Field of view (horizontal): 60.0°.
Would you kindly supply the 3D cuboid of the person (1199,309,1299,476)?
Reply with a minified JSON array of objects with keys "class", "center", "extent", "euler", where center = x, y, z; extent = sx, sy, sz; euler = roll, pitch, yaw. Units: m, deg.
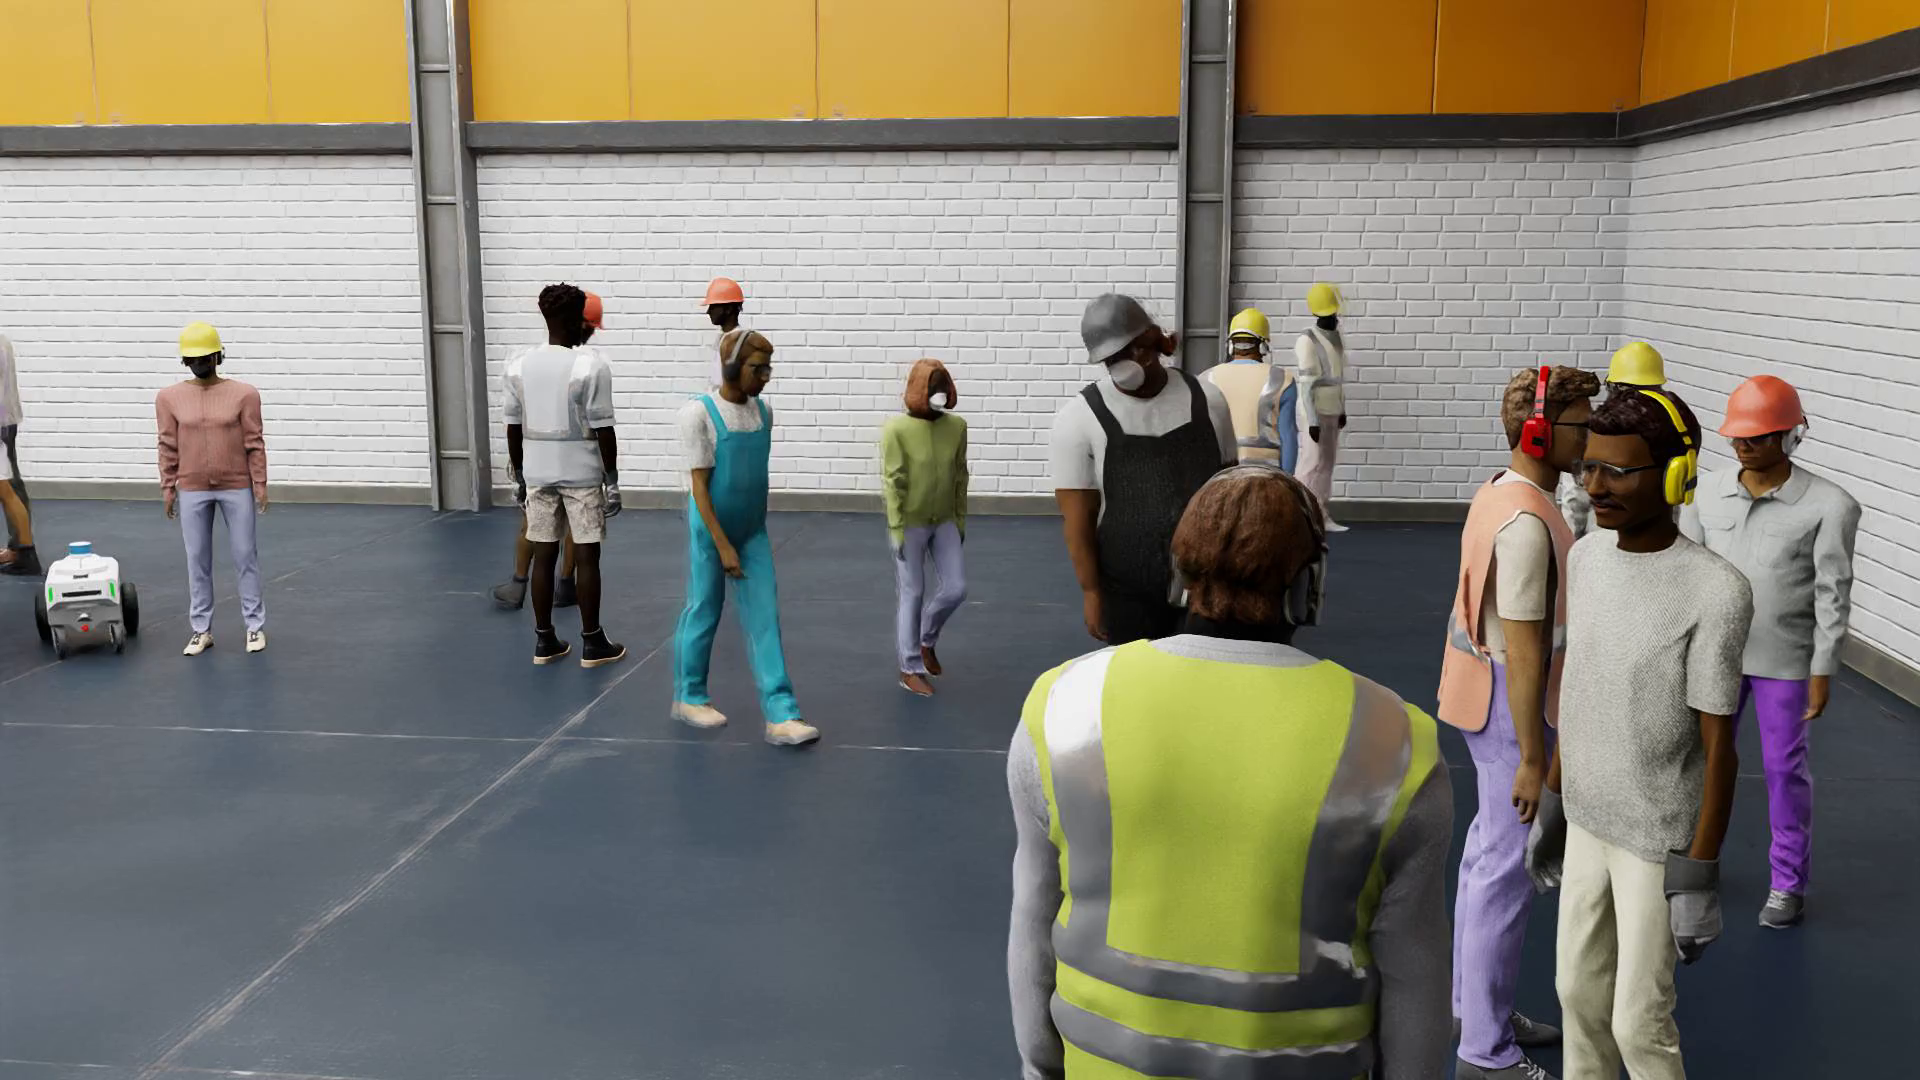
[{"class":"person","center":[1.540,-0.335,8.998],"extent":[0.585,1.816,0.422],"euler":[6,11,29]}]

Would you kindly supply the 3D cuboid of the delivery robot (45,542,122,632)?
[{"class":"delivery robot","center":[-4.711,0.254,8.941],"extent":[0.477,0.478,0.707],"euler":[-5,11,-26]}]

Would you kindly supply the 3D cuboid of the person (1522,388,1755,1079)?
[{"class":"person","center":[1.360,0.617,3.422],"extent":[0.326,1.856,0.518],"euler":[-3,10,-16]}]

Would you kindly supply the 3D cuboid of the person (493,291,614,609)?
[{"class":"person","center":[-2.423,-0.534,9.923],"extent":[0.738,1.882,0.436],"euler":[0,10,-1]}]

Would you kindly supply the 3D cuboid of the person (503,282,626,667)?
[{"class":"person","center":[-2.010,-0.327,8.496],"extent":[0.614,1.963,0.361],"euler":[3,10,16]}]

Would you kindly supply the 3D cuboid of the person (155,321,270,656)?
[{"class":"person","center":[-3.912,-0.266,8.738],"extent":[0.536,1.763,0.331],"euler":[-3,10,-17]}]

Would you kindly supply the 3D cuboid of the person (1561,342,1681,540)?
[{"class":"person","center":[2.641,0.096,6.647],"extent":[0.523,1.769,0.324],"euler":[-2,10,-9]}]

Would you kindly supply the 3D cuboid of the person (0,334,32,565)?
[{"class":"person","center":[-6.528,-0.759,11.248],"extent":[0.327,1.871,0.514],"euler":[-3,10,-16]}]

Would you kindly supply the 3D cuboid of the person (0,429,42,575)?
[{"class":"person","center":[-6.493,-0.682,10.813],"extent":[1.022,1.858,0.617],"euler":[1,10,7]}]

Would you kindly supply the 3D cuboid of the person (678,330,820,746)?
[{"class":"person","center":[-0.969,-0.005,7.187],"extent":[0.509,1.793,0.896],"euler":[-9,14,-43]}]

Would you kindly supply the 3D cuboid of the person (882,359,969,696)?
[{"class":"person","center":[-0.157,-0.057,7.955],"extent":[0.505,1.623,0.358],"euler":[-6,12,-32]}]

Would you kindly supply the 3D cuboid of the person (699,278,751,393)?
[{"class":"person","center":[-1.568,-0.811,11.350],"extent":[0.375,1.935,0.550],"euler":[-4,11,-22]}]

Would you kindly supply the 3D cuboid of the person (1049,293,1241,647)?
[{"class":"person","center":[0.710,0.081,5.950],"extent":[0.784,2.000,0.547],"euler":[-1,10,-8]}]

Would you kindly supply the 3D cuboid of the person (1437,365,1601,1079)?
[{"class":"person","center":[1.407,0.478,4.230],"extent":[0.379,1.844,0.570],"euler":[2,10,14]}]

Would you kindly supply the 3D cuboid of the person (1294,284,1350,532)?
[{"class":"person","center":[2.666,-0.957,12.375],"extent":[0.403,1.880,0.684],"euler":[7,12,36]}]

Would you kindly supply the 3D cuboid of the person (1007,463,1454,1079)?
[{"class":"person","center":[0.381,0.801,2.439],"extent":[0.638,1.831,0.429],"euler":[3,10,16]}]

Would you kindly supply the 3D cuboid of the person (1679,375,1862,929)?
[{"class":"person","center":[2.507,0.348,5.278],"extent":[0.354,1.743,0.565],"euler":[-8,13,-39]}]
